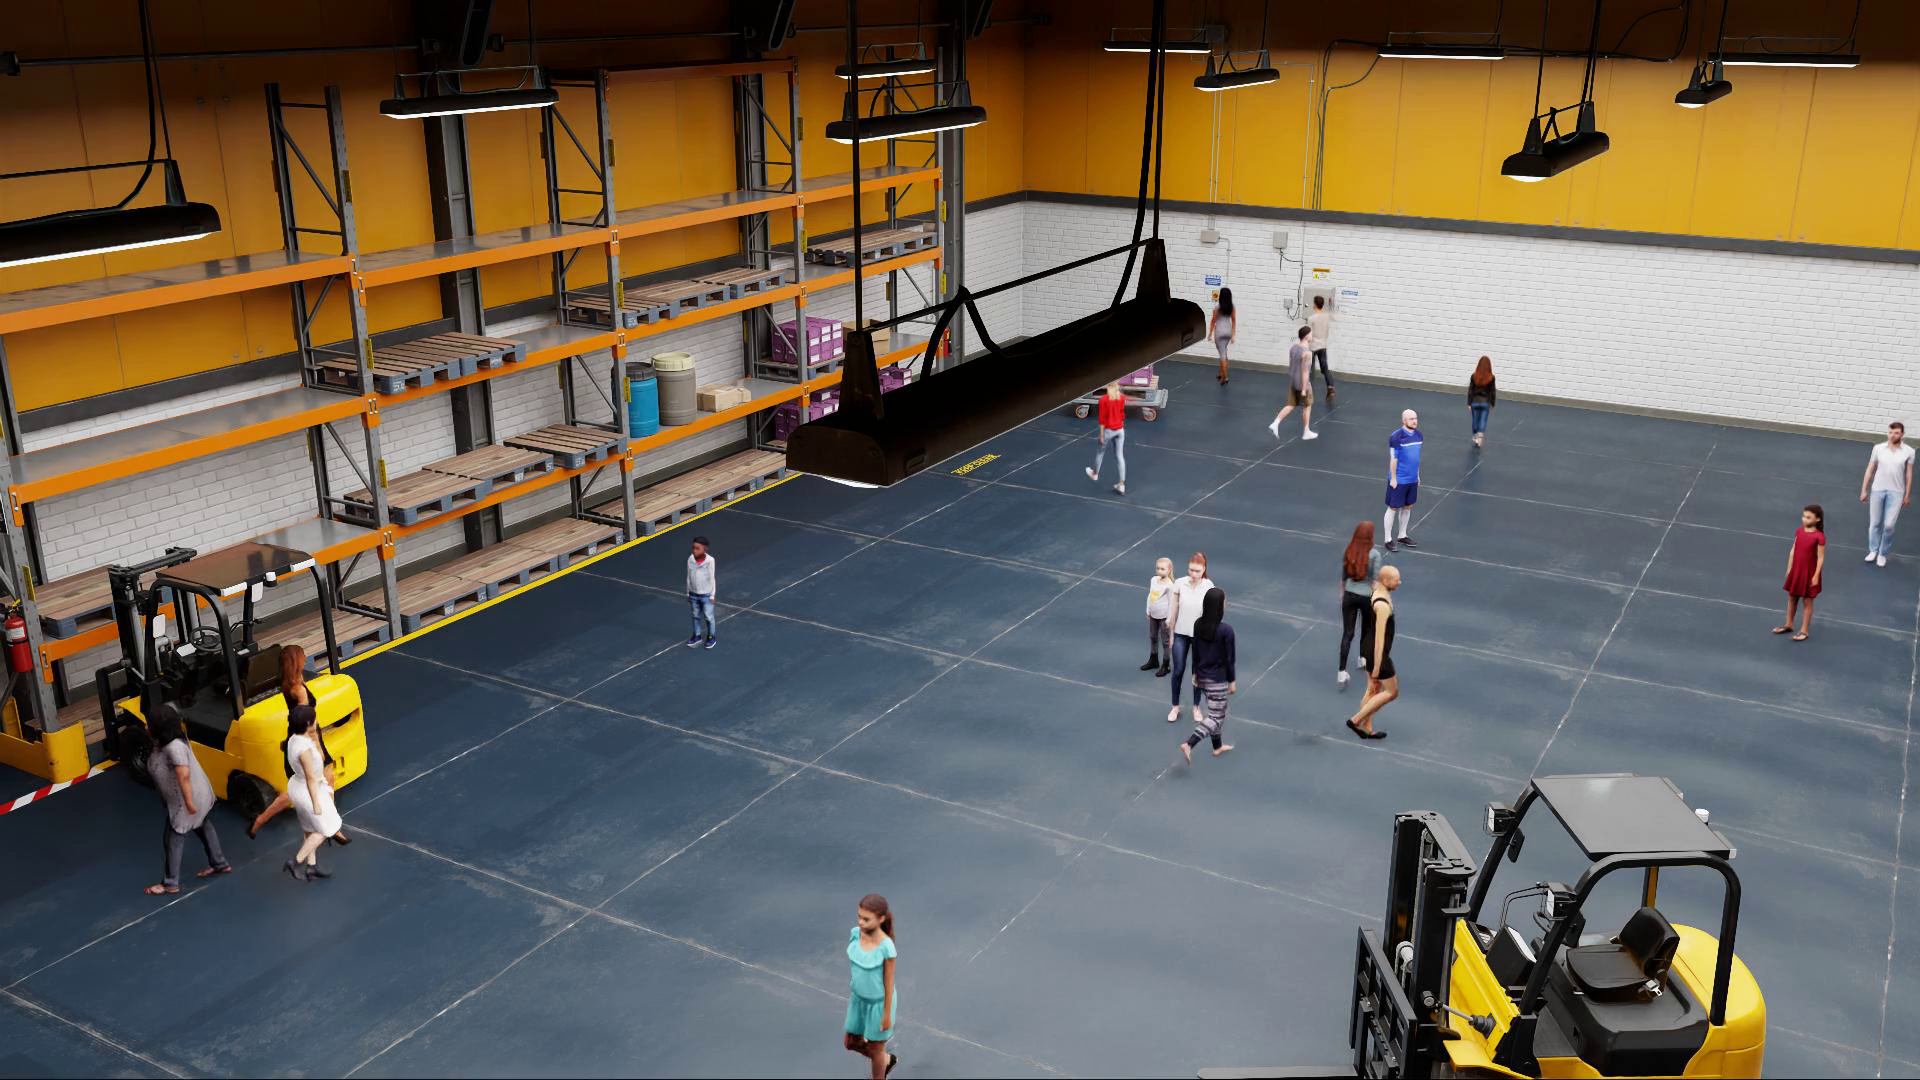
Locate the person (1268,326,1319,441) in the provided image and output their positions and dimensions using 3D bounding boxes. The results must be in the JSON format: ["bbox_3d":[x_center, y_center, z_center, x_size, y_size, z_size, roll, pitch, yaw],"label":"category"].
[{"bbox_3d":[5.213,-2.418,25.883,1.211,1.826,1.005,-10,21,-27],"label":"person"}]

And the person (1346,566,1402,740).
[{"bbox_3d":[3.896,1.093,15.890,0.888,1.802,0.802,0,19,1],"label":"person"}]

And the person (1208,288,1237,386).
[{"bbox_3d":[4.797,-3.645,30.020,0.850,1.762,0.891,-7,20,-21],"label":"person"}]

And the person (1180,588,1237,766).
[{"bbox_3d":[2.307,1.291,15.439,1.065,1.715,0.855,-14,23,-35],"label":"person"}]

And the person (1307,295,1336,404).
[{"bbox_3d":[6.255,-3.288,28.841,1.188,1.838,1.186,-7,20,-19],"label":"person"}]

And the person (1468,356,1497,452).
[{"bbox_3d":[8.143,-2.133,26.003,0.671,1.461,0.986,7,20,20],"label":"person"}]

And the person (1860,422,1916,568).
[{"bbox_3d":[11.657,-0.601,20.873,0.735,1.832,0.754,15,24,38],"label":"person"}]

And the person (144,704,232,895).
[{"bbox_3d":[-6.176,2.041,13.427,0.999,1.578,0.910,-7,20,-19],"label":"person"}]

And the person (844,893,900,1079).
[{"bbox_3d":[-0.514,2.950,10.761,0.709,1.555,0.639,-17,25,-42],"label":"person"}]

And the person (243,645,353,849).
[{"bbox_3d":[-5.543,1.792,13.828,1.135,1.794,0.979,-8,20,-22],"label":"person"}]

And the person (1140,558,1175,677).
[{"bbox_3d":[2.127,0.794,17.600,0.589,1.276,0.563,-14,23,-36],"label":"person"}]

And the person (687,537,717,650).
[{"bbox_3d":[-2.840,0.556,18.333,0.505,1.260,0.523,7,20,20],"label":"person"}]

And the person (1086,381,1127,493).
[{"bbox_3d":[2.217,-1.490,23.790,1.137,1.654,1.097,-9,21,-25],"label":"person"}]

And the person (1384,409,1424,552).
[{"bbox_3d":[5.715,-0.795,21.434,0.690,1.842,0.817,-11,22,-30],"label":"person"}]

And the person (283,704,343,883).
[{"bbox_3d":[-5.302,2.087,13.363,0.824,1.531,0.725,-14,23,-36],"label":"person"}]

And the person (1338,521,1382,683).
[{"bbox_3d":[4.107,0.678,17.283,0.583,1.700,1.129,11,21,29],"label":"person"}]

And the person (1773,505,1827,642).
[{"bbox_3d":[9.414,0.340,18.518,0.731,1.552,0.672,-9,21,-26],"label":"person"}]

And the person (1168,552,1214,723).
[{"bbox_3d":[2.282,0.948,16.414,0.643,1.743,0.645,2,19,6],"label":"person"}]
